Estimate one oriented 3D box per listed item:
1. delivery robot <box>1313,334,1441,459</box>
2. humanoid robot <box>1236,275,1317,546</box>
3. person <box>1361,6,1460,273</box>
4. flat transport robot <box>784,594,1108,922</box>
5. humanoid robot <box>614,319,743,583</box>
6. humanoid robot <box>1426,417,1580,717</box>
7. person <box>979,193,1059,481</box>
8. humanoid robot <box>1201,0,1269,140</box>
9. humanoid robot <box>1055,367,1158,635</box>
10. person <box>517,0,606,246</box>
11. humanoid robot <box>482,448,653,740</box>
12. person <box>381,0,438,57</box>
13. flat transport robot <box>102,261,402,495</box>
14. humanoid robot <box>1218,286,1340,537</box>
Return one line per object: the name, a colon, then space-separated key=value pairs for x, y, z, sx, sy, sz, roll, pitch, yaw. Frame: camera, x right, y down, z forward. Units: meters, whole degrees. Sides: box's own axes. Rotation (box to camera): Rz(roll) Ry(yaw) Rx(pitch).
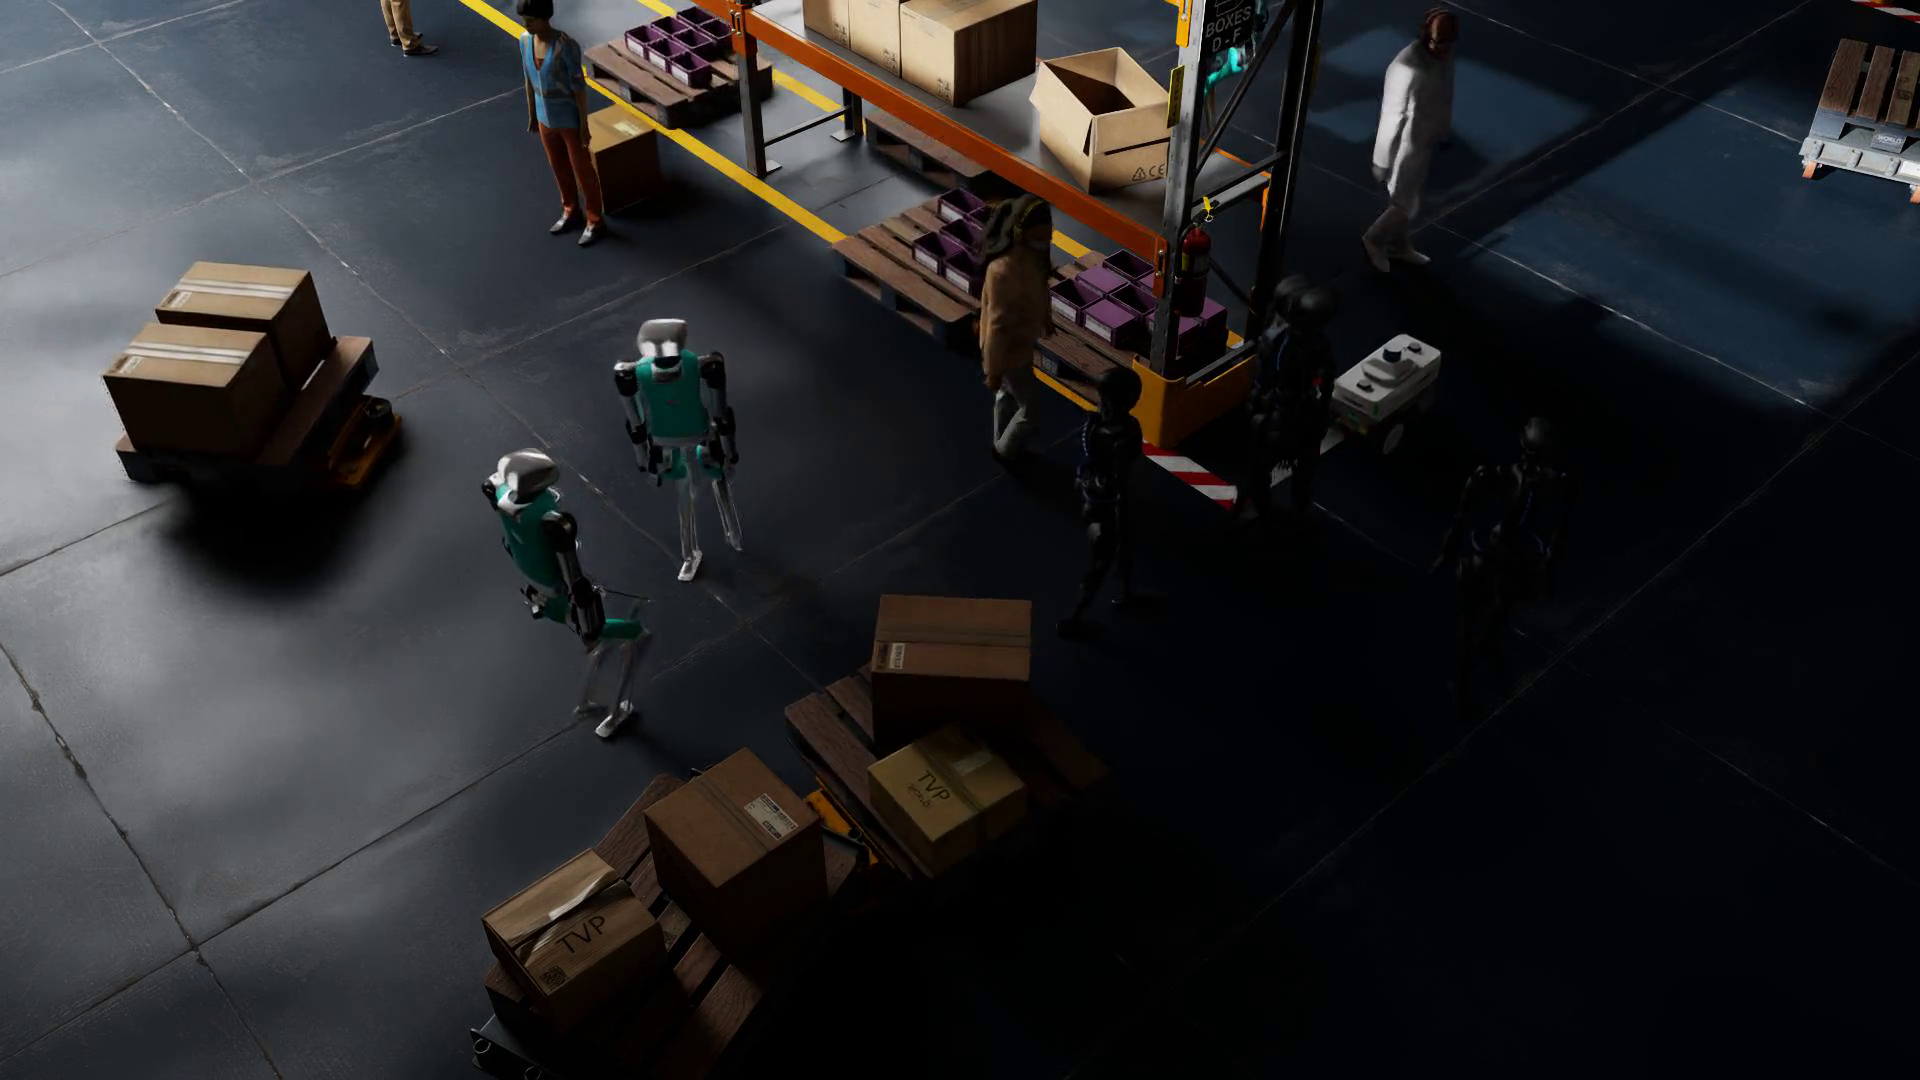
delivery robot: x=2.500 y=-0.884 z=9.854 sx=0.786 sy=0.608 sz=0.499 roll=-34 pitch=52 yaw=-31
humanoid robot: x=1.643 y=-0.702 z=8.814 sx=0.412 sy=1.643 sz=0.609 roll=-12 pitch=44 yaw=-13
person: x=2.907 y=-2.526 z=10.645 sx=0.400 sy=1.888 sz=0.728 roll=28 pitch=50 yaw=27
flat transport robot: x=-0.123 y=1.175 z=7.816 sx=1.431 sy=0.231 sz=0.659 roll=-26 pitch=49 yaw=-26
humanoid robot: x=-1.419 y=-0.524 z=8.602 sx=0.549 sy=1.798 sz=0.822 roll=-5 pitch=43 yaw=-6
humanoid robot: x=2.578 y=0.067 z=7.999 sx=0.609 sy=1.633 sz=0.669 roll=3 pitch=43 yaw=4
person: x=0.326 y=-1.072 z=9.094 sx=0.453 sy=1.856 sz=0.662 roll=12 pitch=44 yaw=13
humanoid robot: x=1.797 y=-3.433 z=11.824 sx=0.537 sy=1.900 sz=0.709 roll=-18 pitch=45 yaw=-18
humanoid robot: x=0.775 y=-0.165 z=8.241 sx=0.572 sy=1.639 sz=0.608 roll=-6 pitch=43 yaw=-6
person: x=-2.660 y=-2.804 z=11.045 sx=0.498 sy=1.759 sz=0.332 roll=20 pitch=46 yaw=21
humanoid robot: x=-1.734 y=0.226 z=7.751 sx=0.530 sy=1.783 sz=0.635 roll=30 pitch=50 yaw=28
person: x=-4.503 y=-4.691 z=13.099 sx=0.329 sy=1.751 sz=0.562 roll=-26 pitch=48 yaw=-25
flat transport robot: x=-4.094 y=-0.616 z=9.765 sx=1.431 sy=0.231 sz=0.659 roll=6 pitch=43 yaw=6
humanoid robot: x=1.745 y=-0.687 z=8.823 sx=0.596 sy=1.638 sz=0.621 roll=-21 pitch=47 yaw=-21
